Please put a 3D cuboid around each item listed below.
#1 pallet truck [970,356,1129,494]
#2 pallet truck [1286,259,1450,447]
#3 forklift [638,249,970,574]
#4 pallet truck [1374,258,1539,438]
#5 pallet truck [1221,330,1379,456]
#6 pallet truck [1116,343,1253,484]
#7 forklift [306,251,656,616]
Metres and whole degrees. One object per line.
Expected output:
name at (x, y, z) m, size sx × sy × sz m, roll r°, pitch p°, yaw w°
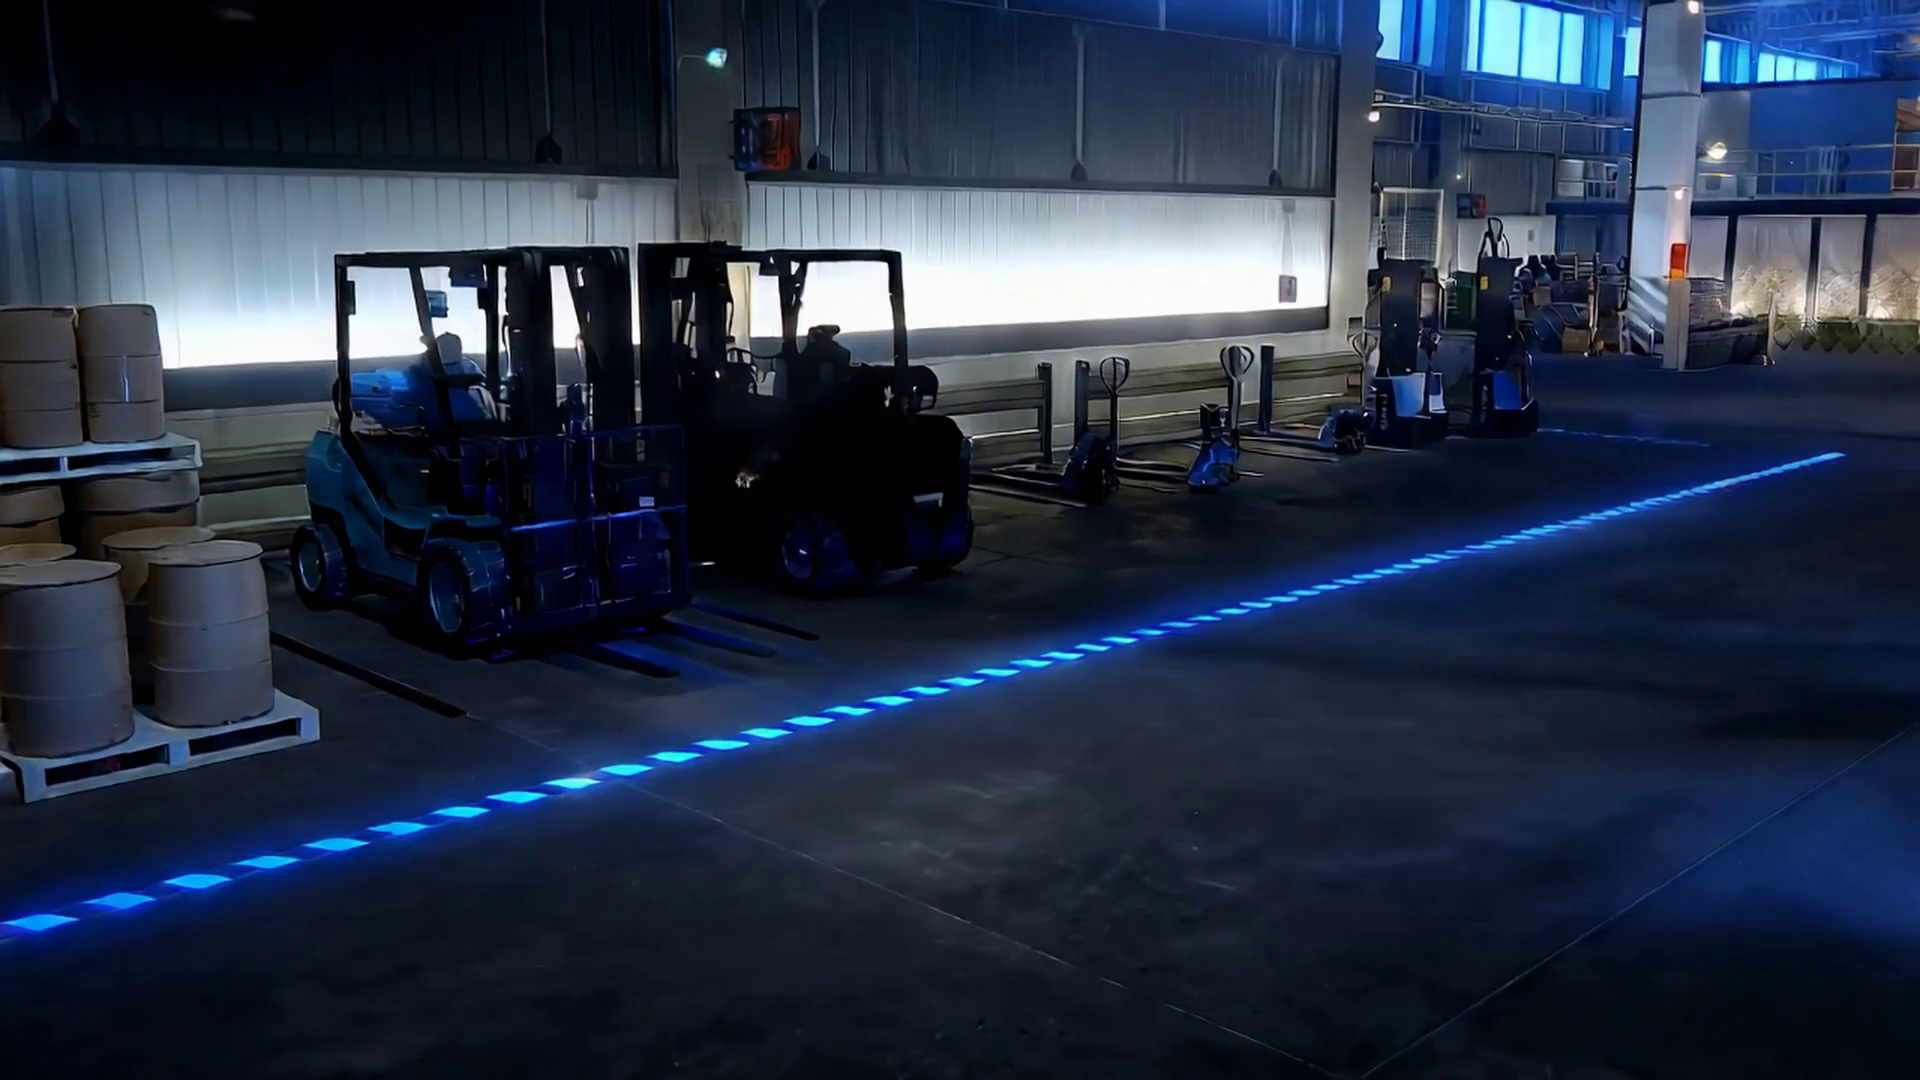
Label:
pallet truck at (0.784, -1.085, 14.876) m, size 0.680 × 1.201 × 1.601 m, roll -10°, pitch 14°, yaw -44°
pallet truck at (4.493, -2.078, 18.196) m, size 0.823 × 1.965 × 1.885 m, roll -9°, pitch 14°, yaw -40°
forklift at (-1.173, -0.958, 11.239) m, size 2.680 × 1.987 × 1.157 m, roll 10°, pitch 14°, yaw 43°
pallet truck at (5.704, -2.208, 18.901) m, size 1.885 × 1.965 × 0.823 m, roll 10°, pitch 14°, yaw 43°
pallet truck at (3.563, -1.581, 17.381) m, size 0.653 × 1.274 × 1.630 m, roll -10°, pitch 14°, yaw -44°
pallet truck at (1.962, -1.215, 15.415) m, size 1.522 × 1.261 × 0.704 m, roll 10°, pitch 14°, yaw 43°
forklift at (-2.833, -0.669, 9.694) m, size 1.157 × 1.987 × 2.680 m, roll -10°, pitch 14°, yaw -44°
